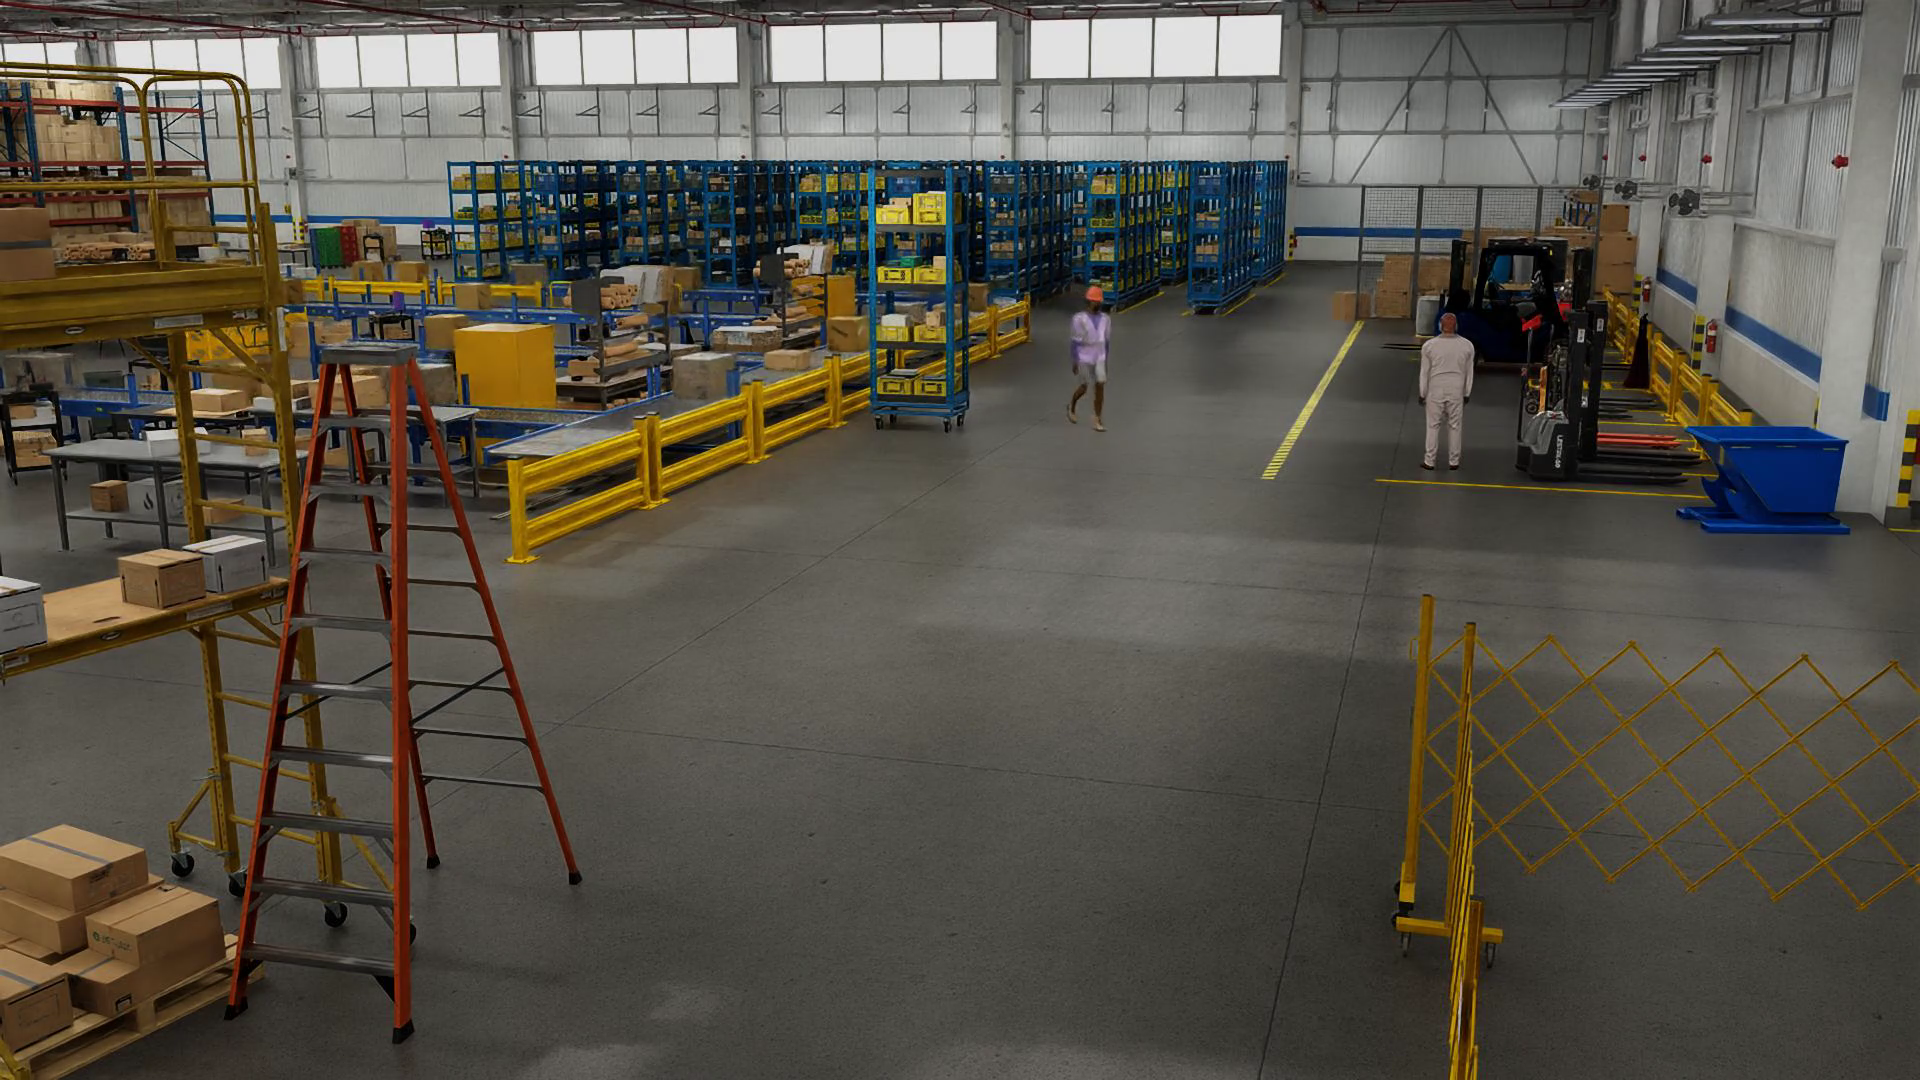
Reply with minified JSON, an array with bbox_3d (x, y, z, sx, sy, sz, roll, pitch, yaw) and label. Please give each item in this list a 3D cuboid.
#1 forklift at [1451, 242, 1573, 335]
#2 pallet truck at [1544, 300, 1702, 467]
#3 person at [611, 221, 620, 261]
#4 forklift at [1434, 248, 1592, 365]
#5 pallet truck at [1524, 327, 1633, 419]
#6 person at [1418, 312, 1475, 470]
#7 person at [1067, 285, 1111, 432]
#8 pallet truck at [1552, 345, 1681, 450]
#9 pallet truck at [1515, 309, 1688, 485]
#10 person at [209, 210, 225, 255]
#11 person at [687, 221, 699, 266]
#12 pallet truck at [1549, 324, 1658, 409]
[{"bbox_3d":[10.464,-4.597,31.405,2.680,1.987,1.157,4,14,16],"label":"forklift"},{"bbox_3d":[8.263,-1.952,20.631,1.885,1.965,0.823,5,14,20],"label":"pallet truck"},{"bbox_3d":[-10.483,-8.958,51.001,0.404,1.945,0.615,8,15,31],"label":"person"},{"bbox_3d":[9.780,-4.111,29.280,2.680,1.987,1.157,3,13,14],"label":"forklift"},{"bbox_3d":[9.065,-2.460,24.370,1.522,1.261,0.704,3,13,14],"label":"pallet truck"},{"bbox_3d":[5.865,-1.792,20.129,0.642,1.913,0.408,1,13,2],"label":"person"},{"bbox_3d":[1.790,-2.526,23.080,0.609,2.024,0.725,-5,14,-22],"label":"person"},{"bbox_3d":[8.641,-1.896,21.908,1.630,1.274,0.653,4,14,16],"label":"pallet truck"},{"bbox_3d":[7.554,-1.677,19.446,1.885,1.965,0.823,3,13,14],"label":"pallet truck"},{"bbox_3d":[-28.638,-11.782,63.658,0.781,1.746,0.528,4,14,17],"label":"person"},{"bbox_3d":[-8.156,-8.867,50.882,0.403,1.823,0.588,-5,14,-20],"label":"person"},{"bbox_3d":[9.824,-2.669,25.407,1.601,1.201,0.680,4,14,16],"label":"pallet truck"}]
